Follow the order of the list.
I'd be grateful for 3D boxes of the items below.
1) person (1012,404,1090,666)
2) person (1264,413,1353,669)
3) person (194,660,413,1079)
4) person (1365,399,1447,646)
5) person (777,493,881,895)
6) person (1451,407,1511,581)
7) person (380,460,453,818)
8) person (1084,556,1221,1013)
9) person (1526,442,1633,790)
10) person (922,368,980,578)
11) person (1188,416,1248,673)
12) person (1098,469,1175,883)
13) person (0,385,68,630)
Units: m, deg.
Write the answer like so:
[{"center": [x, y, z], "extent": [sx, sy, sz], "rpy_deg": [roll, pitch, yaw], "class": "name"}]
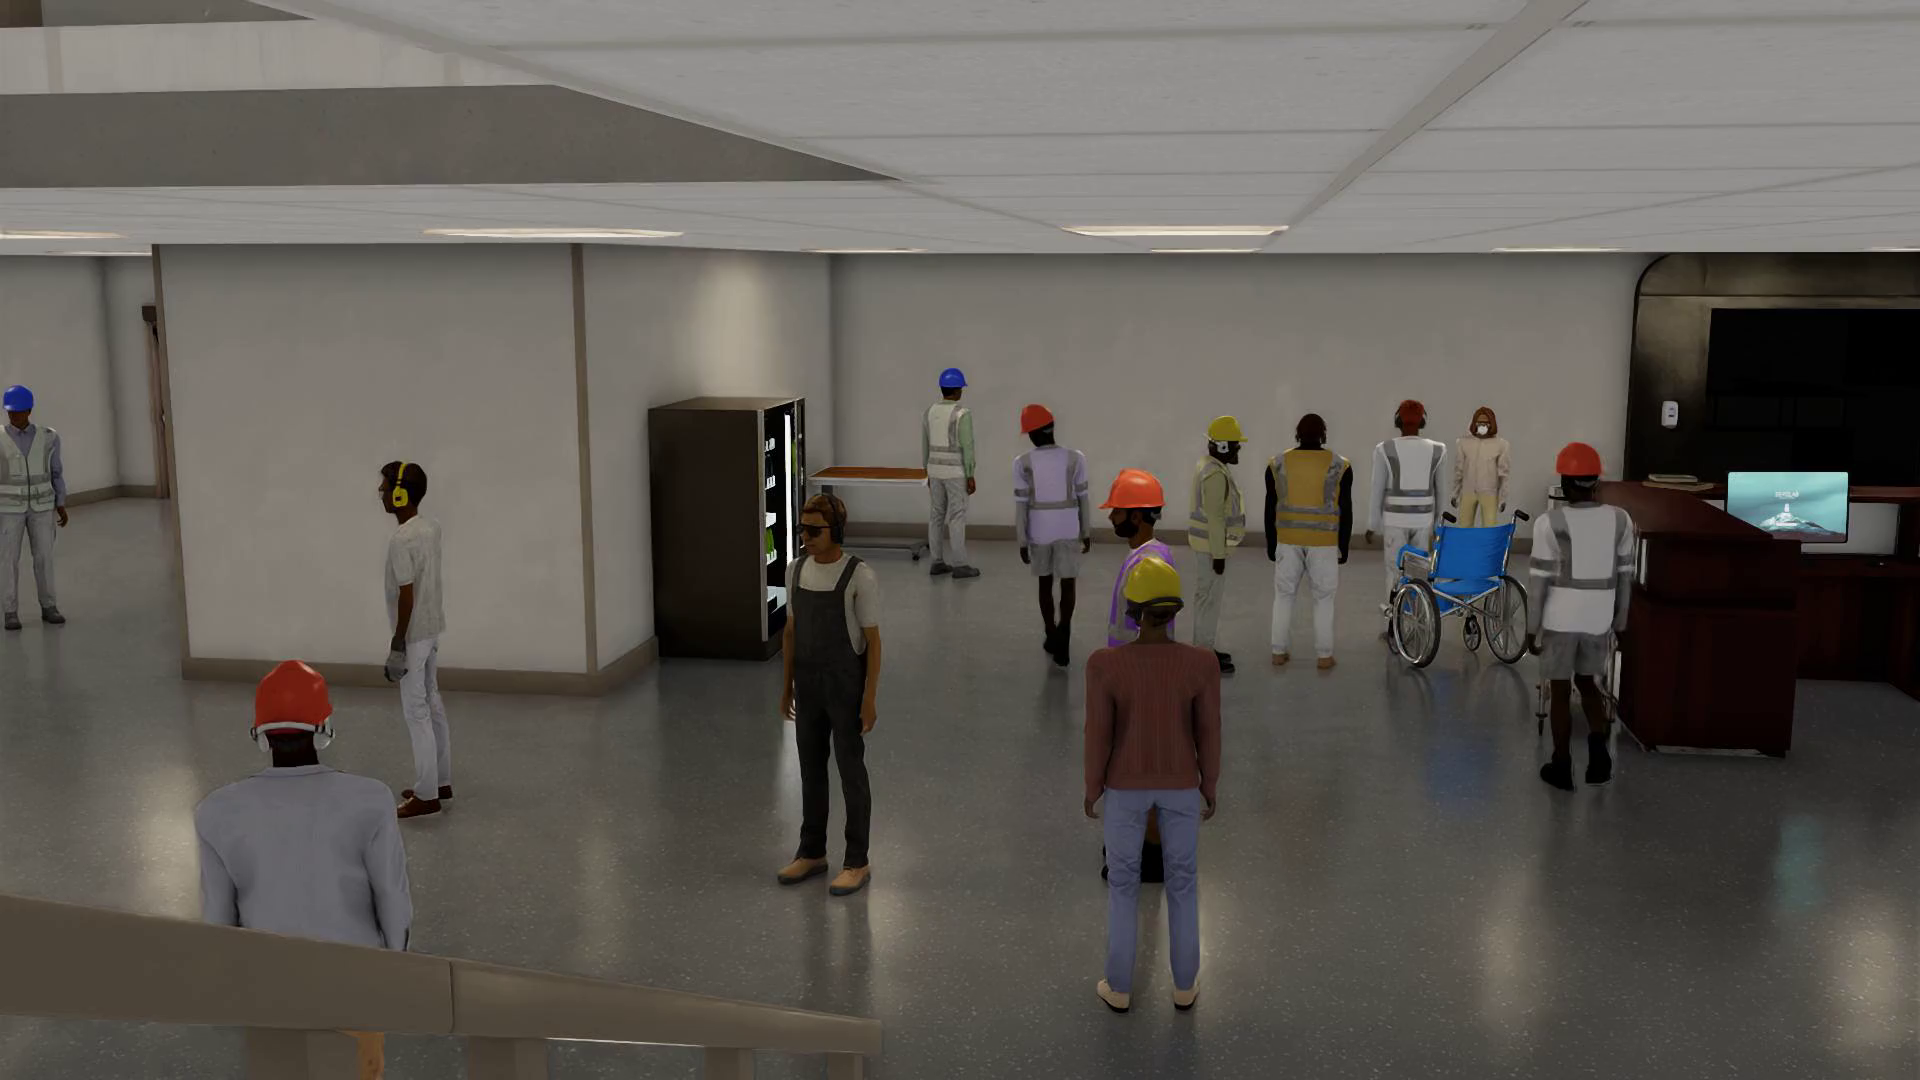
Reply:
[{"center": [0.667, -0.040, 12.073], "extent": [0.578, 1.888, 0.834], "rpy_deg": [0, 9, 3], "class": "person"}, {"center": [2.499, 0.008, 11.957], "extent": [0.625, 1.835, 0.431], "rpy_deg": [3, 10, 20], "class": "person"}, {"center": [-1.855, 1.206, 4.775], "extent": [0.561, 1.756, 0.318], "rpy_deg": [-2, 9, -12], "class": "person"}, {"center": [3.395, -0.133, 12.668], "extent": [0.585, 1.883, 0.395], "rpy_deg": [-1, 9, -6], "class": "person"}, {"center": [-0.605, 0.698, 7.630], "extent": [0.520, 1.844, 0.330], "rpy_deg": [5, 11, 30], "class": "person"}, {"center": [4.710, -0.394, 15.063], "extent": [0.505, 1.628, 0.286], "rpy_deg": [5, 11, 31], "class": "person"}, {"center": [-2.865, 0.514, 8.686], "extent": [0.328, 1.875, 0.513], "rpy_deg": [0, 9, 1], "class": "person"}, {"center": [0.733, 0.941, 6.382], "extent": [0.533, 1.772, 0.299], "rpy_deg": [0, 9, -2], "class": "person"}, {"center": [3.357, 0.431, 9.044], "extent": [0.574, 1.925, 0.457], "rpy_deg": [-1, 9, -6], "class": "person"}, {"center": [-0.089, -0.620, 15.449], "extent": [0.602, 1.949, 0.395], "rpy_deg": [9, 13, 43], "class": "person"}, {"center": [1.828, 0.029, 11.849], "extent": [0.404, 1.825, 0.595], "rpy_deg": [1, 9, 3], "class": "person"}, {"center": [0.816, 0.632, 7.762], "extent": [0.365, 1.935, 0.553], "rpy_deg": [1, 9, 8], "class": "person"}, {"center": [-7.470, -0.267, 13.296], "extent": [0.603, 1.942, 0.402], "rpy_deg": [-9, 13, -42], "class": "person"}]
